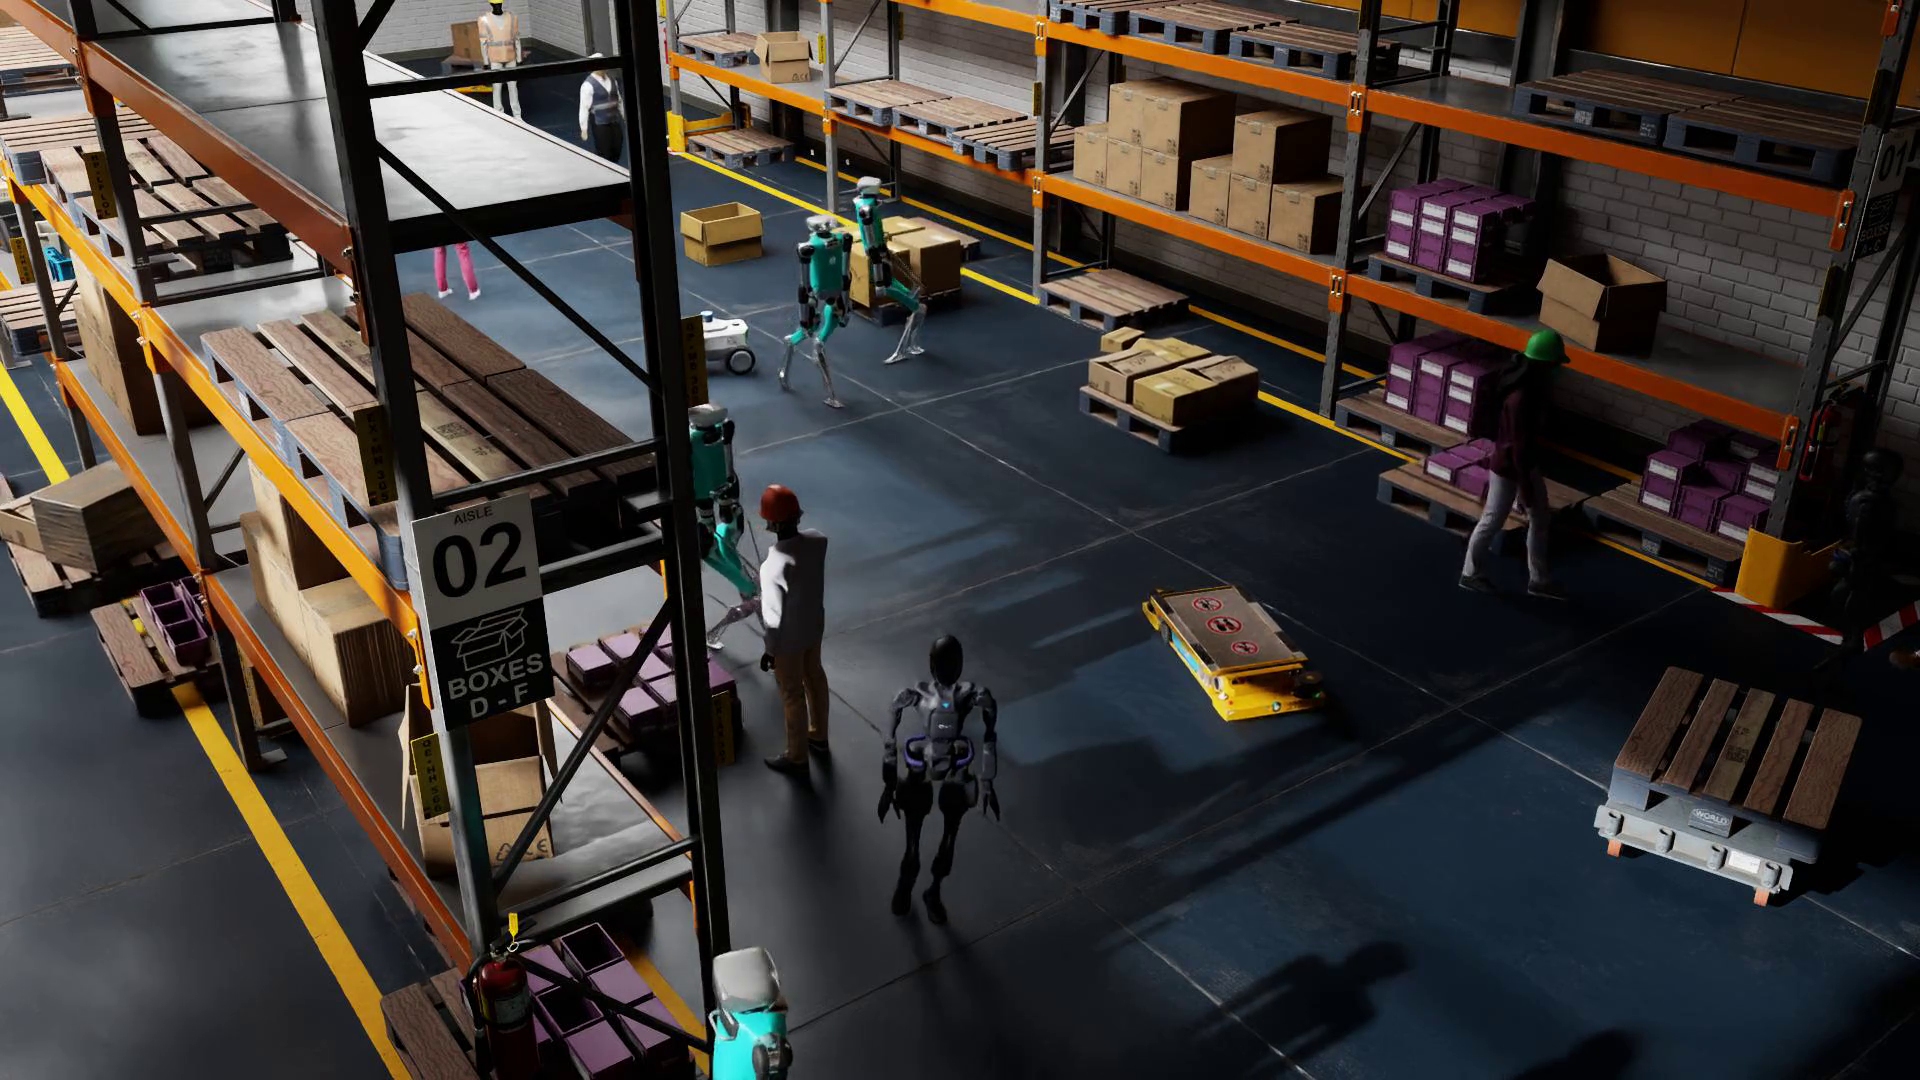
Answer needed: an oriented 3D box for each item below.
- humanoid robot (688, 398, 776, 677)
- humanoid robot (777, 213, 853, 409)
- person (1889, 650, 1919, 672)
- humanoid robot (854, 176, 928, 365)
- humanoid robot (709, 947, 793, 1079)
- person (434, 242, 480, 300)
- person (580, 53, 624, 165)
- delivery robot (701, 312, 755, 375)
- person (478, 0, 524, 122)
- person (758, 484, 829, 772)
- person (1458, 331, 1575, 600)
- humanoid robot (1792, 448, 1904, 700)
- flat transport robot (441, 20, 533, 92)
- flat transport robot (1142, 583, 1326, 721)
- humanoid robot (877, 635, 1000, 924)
[{"bbox_3d":[-1.323,0.020,10.347,0.995,1.775,0.530,15,30,27],"label":"humanoid robot"},{"bbox_3d":[-1.346,-2.022,14.398,0.558,1.769,0.967,-21,33,-35],"label":"humanoid robot"},{"bbox_3d":[6.222,-0.025,10.190,0.503,1.925,0.659,14,30,25],"label":"person"},{"bbox_3d":[-0.526,-2.452,15.223,0.847,1.770,0.620,0,27,0],"label":"humanoid robot"},{"bbox_3d":[-0.940,2.279,5.858,0.748,1.811,0.543,-12,29,-23],"label":"humanoid robot"},{"bbox_3d":[-5.231,-3.250,16.951,0.518,1.618,0.336,1,27,1],"label":"person"},{"bbox_3d":[-4.376,-5.114,20.522,0.439,1.768,0.781,19,32,33],"label":"person"},{"bbox_3d":[-2.271,-1.795,15.260,0.785,0.614,0.518,-10,28,-19],"label":"delivery robot"},{"bbox_3d":[-6.586,-6.943,23.954,0.586,1.927,0.365,-14,30,-26],"label":"person"},{"bbox_3d":[-0.955,0.496,9.354,0.336,1.744,0.560,14,30,25],"label":"person"},{"bbox_3d":[3.821,-0.442,11.037,0.856,1.922,0.494,20,33,34],"label":"person"},{"bbox_3d":[5.401,0.206,10.009,0.373,1.652,0.597,19,32,33],"label":"humanoid robot"},{"bbox_3d":[-7.609,-7.465,26.835,0.659,0.231,1.431,1,27,2],"label":"flat transport robot"},{"bbox_3d":[1.725,0.676,10.642,0.659,0.231,1.431,-7,28,-14],"label":"flat transport robot"},{"bbox_3d":[-0.106,1.172,8.093,0.600,1.649,0.349,-3,27,-6],"label":"humanoid robot"}]
